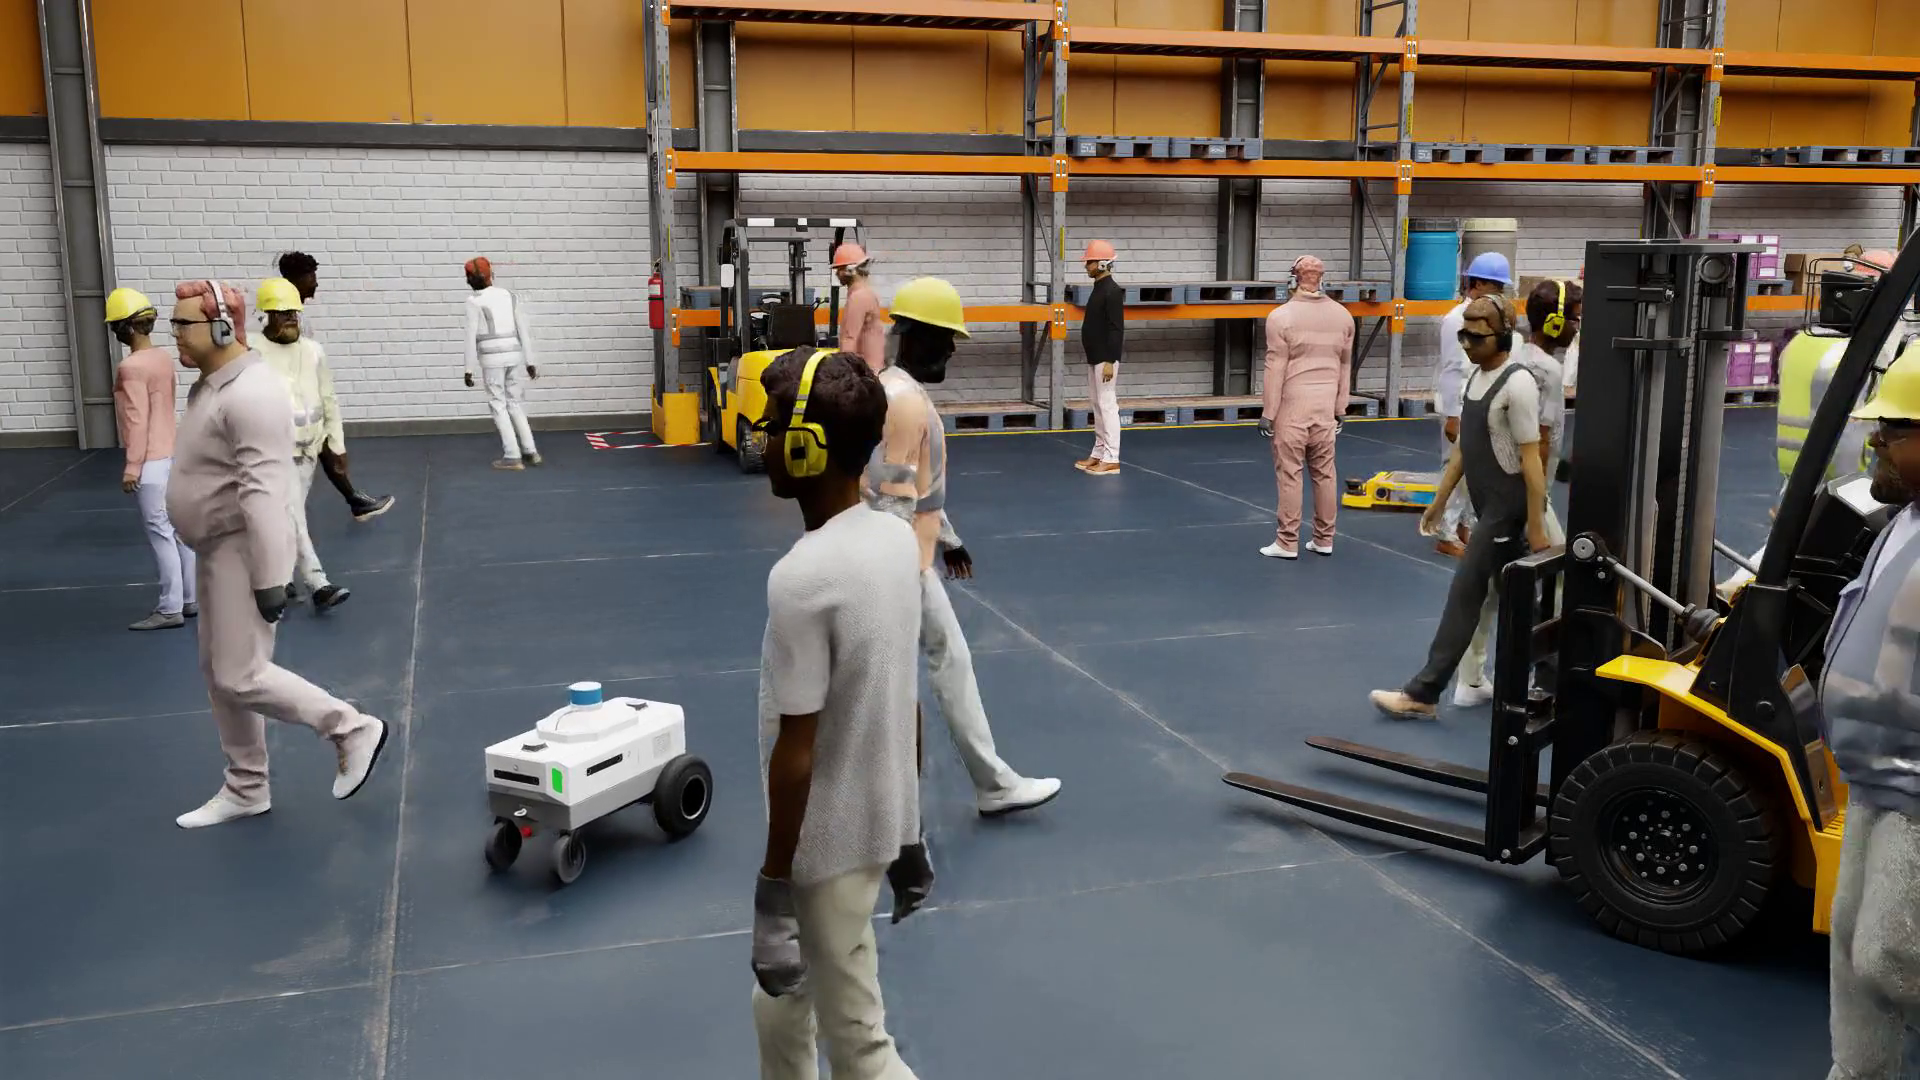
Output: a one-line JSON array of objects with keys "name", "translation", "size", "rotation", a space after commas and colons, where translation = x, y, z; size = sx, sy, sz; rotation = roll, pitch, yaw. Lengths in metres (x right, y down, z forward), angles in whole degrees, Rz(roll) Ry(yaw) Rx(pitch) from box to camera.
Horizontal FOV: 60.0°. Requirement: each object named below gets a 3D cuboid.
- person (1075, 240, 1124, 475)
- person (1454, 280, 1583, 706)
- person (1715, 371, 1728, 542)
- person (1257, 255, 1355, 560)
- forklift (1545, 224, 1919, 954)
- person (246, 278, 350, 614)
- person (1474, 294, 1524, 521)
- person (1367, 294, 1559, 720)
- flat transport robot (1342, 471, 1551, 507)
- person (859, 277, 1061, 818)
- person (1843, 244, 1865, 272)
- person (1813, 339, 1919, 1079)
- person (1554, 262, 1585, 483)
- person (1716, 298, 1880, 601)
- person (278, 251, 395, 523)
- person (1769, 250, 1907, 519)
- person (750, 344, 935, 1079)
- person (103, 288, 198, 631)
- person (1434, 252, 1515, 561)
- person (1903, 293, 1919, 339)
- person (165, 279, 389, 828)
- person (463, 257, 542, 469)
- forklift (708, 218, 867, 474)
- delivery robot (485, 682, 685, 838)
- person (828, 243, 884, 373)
[{"name": "person", "translation": [1.202, -1.560, 14.246], "size": [0.388, 1.992, 0.625], "rotation": [-2, 10, -9]}, {"name": "person", "translation": [2.409, -0.174, 7.071], "size": [0.589, 1.837, 0.679], "rotation": [-1, 10, -7]}, {"name": "person", "translation": [4.755, -0.763, 10.900], "size": [0.469, 1.623, 0.514], "rotation": [-1, 10, -5]}, {"name": "person", "translation": [2.150, -0.829, 10.487], "size": [0.651, 1.906, 0.403], "rotation": [-5, 11, -25]}, {"name": "forklift", "translation": [2.909, 0.117, 4.508], "size": [2.313, 2.155, 1.214], "rotation": [9, 14, 40]}, {"name": "person", "translation": [-3.548, -0.499, 8.968], "size": [0.872, 1.792, 0.621], "rotation": [6, 12, 30]}, {"name": "person", "translation": [3.763, -0.948, 11.876], "size": [0.505, 1.636, 0.279], "rotation": [-3, 11, -16]}, {"name": "person", "translation": [2.199, -0.115, 6.918], "size": [0.893, 1.793, 0.501], "rotation": [0, 10, 2]}, {"name": "flat transport robot", "translation": [3.624, -0.355, 12.374], "size": [1.431, 0.197, 0.652], "rotation": [4, 11, 22]}, {"name": "person", "translation": [-0.080, 0.048, 5.749], "size": [0.920, 1.878, 0.589], "rotation": [-3, 11, -15]}, {"name": "person", "translation": [9.572, -2.203, 17.930], "size": [0.371, 1.941, 0.627], "rotation": [-5, 12, -26]}, {"name": "person", "translation": [2.070, 0.493, 3.461], "size": [0.554, 1.821, 0.604], "rotation": [3, 11, 14]}, {"name": "person", "translation": [5.053, -1.327, 13.304], "size": [0.554, 1.870, 1.010], "rotation": [-5, 11, -26]}, {"name": "person", "translation": [4.106, -0.345, 8.045], "size": [0.668, 1.828, 0.631], "rotation": [-1, 10, -4]}, {"name": "person", "translation": [-4.540, -1.045, 11.624], "size": [0.992, 1.910, 0.634], "rotation": [-6, 12, -29]}, {"name": "person", "translation": [6.280, -1.019, 11.469], "size": [1.057, 1.942, 0.617], "rotation": [5, 11, 24]}, {"name": "person", "translation": [-0.169, 0.572, 3.029], "size": [0.875, 1.834, 0.524], "rotation": [4, 11, 19]}, {"name": "person", "translation": [-4.199, -0.412, 8.603], "size": [0.329, 1.762, 0.523], "rotation": [-1, 10, -5]}, {"name": "person", "translation": [3.194, -0.818, 10.371], "size": [0.652, 1.922, 0.450], "rotation": [-10, 14, -42]}, {"name": "person", "translation": [10.910, -2.347, 19.041], "size": [0.454, 1.829, 0.628], "rotation": [-3, 11, -17]}, {"name": "person", "translation": [-2.401, 0.054, 5.715], "size": [0.593, 1.891, 0.641], "rotation": [-7, 12, -34]}, {"name": "person", "translation": [-4.026, -1.531, 14.485], "size": [0.463, 1.848, 0.603], "rotation": [6, 12, 31]}, {"name": "forklift", "translation": [-1.522, -1.778, 14.899], "size": [1.214, 2.155, 2.313], "rotation": [-3, 11, -17]}, {"name": "delivery robot", "translation": [-1.226, 0.712, 5.485], "size": [0.477, 0.478, 0.707], "rotation": [5, 12, 26]}, {"name": "person", "translation": [-0.829, -1.315, 12.995], "size": [0.583, 1.968, 0.633], "rotation": [-1, 10, -8]}]
